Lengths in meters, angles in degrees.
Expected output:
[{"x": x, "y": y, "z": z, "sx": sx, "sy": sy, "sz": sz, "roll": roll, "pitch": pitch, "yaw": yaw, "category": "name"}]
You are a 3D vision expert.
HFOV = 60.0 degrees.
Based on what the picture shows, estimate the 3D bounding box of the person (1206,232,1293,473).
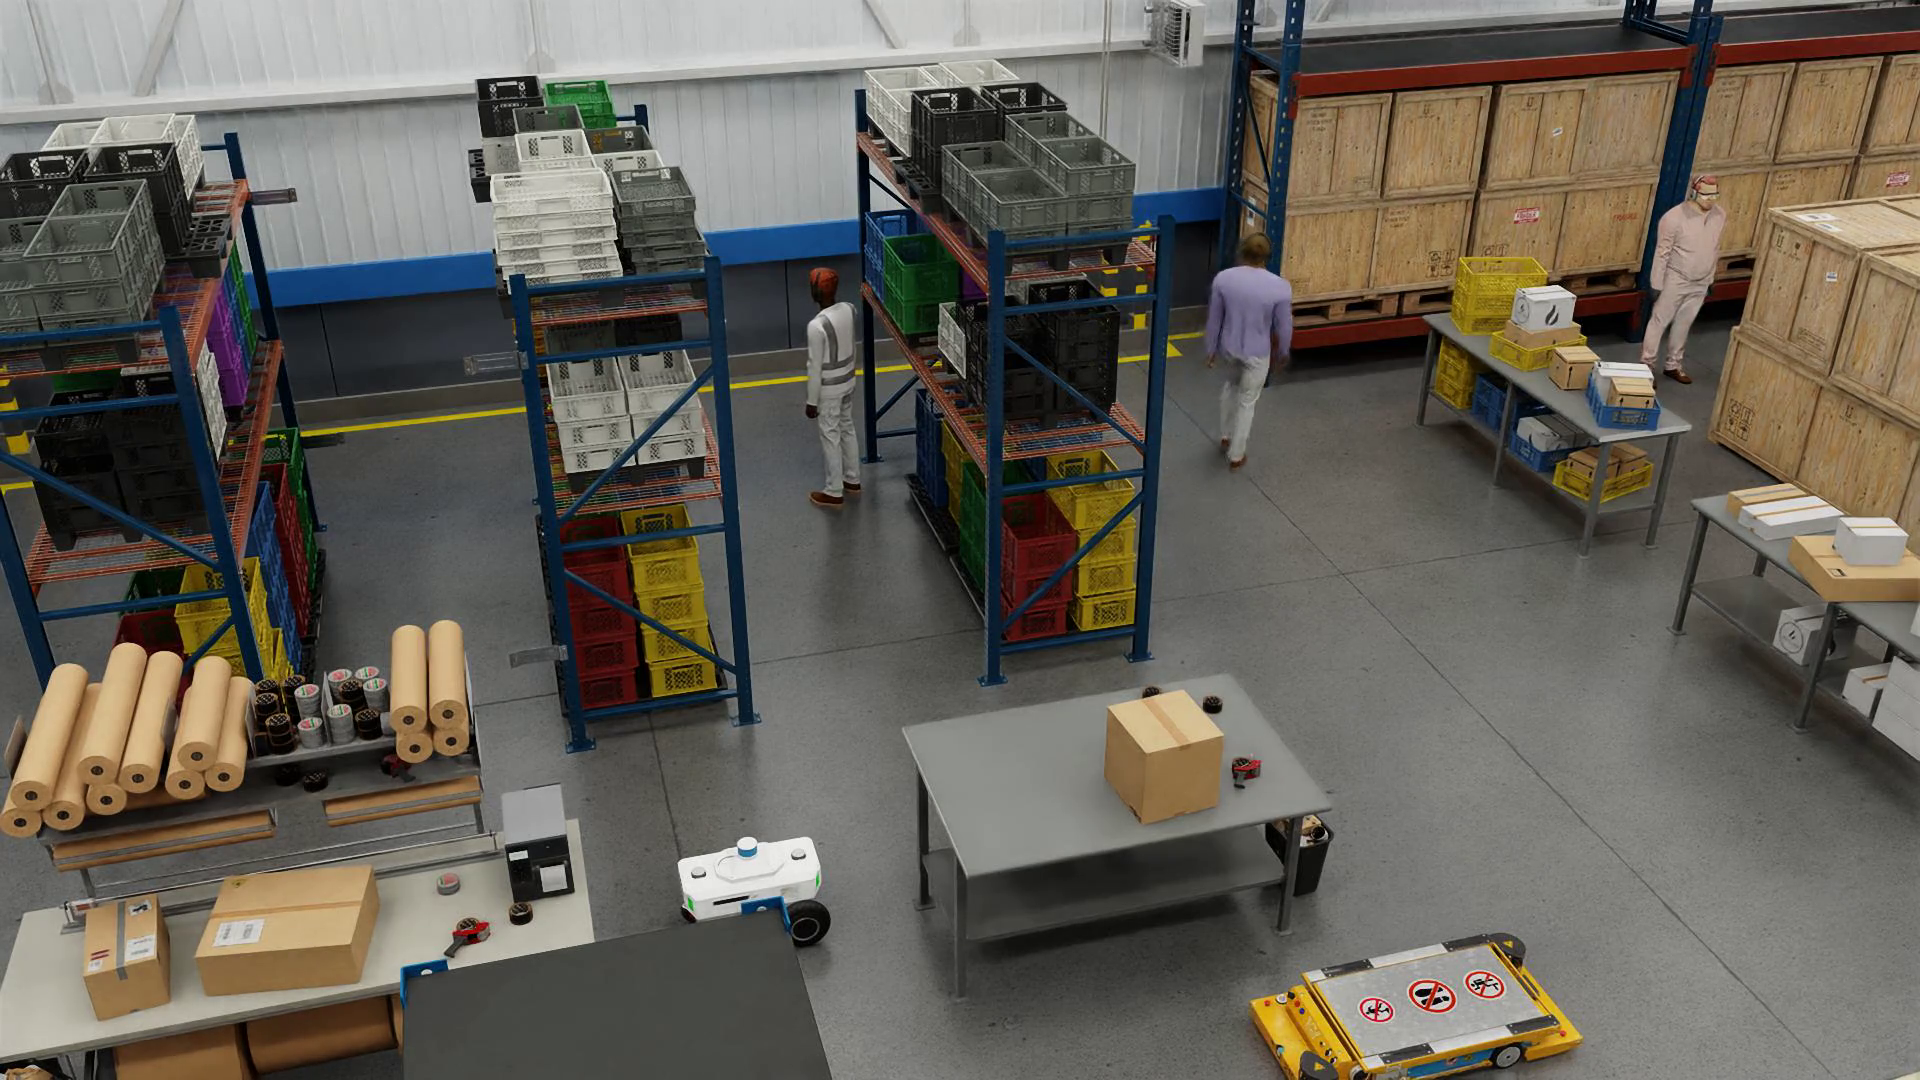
[{"x": 2.307, "y": -1.514, "z": 13.199, "sx": 0.640, "sy": 1.914, "sz": 0.737, "roll": 17, "pitch": 33, "yaw": 28, "category": "person"}]

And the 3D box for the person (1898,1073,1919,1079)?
[{"x": 3.461, "y": 2.459, "z": 6.054, "sx": 0.603, "sy": 1.828, "sz": 0.403, "roll": -8, "pitch": 30, "yaw": -14, "category": "person"}]

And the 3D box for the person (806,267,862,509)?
[{"x": -0.963, "y": -1.151, "z": 12.577, "sx": 0.344, "sy": 1.879, "sz": 0.581, "roll": 13, "pitch": 31, "yaw": 23, "category": "person"}]

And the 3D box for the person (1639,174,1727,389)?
[{"x": 6.353, "y": -2.264, "z": 14.566, "sx": 0.655, "sy": 1.906, "sz": 0.407, "roll": -8, "pitch": 30, "yaw": -14, "category": "person"}]

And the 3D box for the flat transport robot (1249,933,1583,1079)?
[{"x": 2.184, "y": 2.282, "z": 7.980, "sx": 1.431, "sy": 0.197, "sz": 0.652, "roll": -8, "pitch": 30, "yaw": -14, "category": "flat transport robot"}]

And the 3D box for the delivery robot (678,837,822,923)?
[{"x": -1.084, "y": 1.750, "z": 8.563, "sx": 0.707, "sy": 0.478, "sz": 0.477, "roll": -8, "pitch": 30, "yaw": -14, "category": "delivery robot"}]
